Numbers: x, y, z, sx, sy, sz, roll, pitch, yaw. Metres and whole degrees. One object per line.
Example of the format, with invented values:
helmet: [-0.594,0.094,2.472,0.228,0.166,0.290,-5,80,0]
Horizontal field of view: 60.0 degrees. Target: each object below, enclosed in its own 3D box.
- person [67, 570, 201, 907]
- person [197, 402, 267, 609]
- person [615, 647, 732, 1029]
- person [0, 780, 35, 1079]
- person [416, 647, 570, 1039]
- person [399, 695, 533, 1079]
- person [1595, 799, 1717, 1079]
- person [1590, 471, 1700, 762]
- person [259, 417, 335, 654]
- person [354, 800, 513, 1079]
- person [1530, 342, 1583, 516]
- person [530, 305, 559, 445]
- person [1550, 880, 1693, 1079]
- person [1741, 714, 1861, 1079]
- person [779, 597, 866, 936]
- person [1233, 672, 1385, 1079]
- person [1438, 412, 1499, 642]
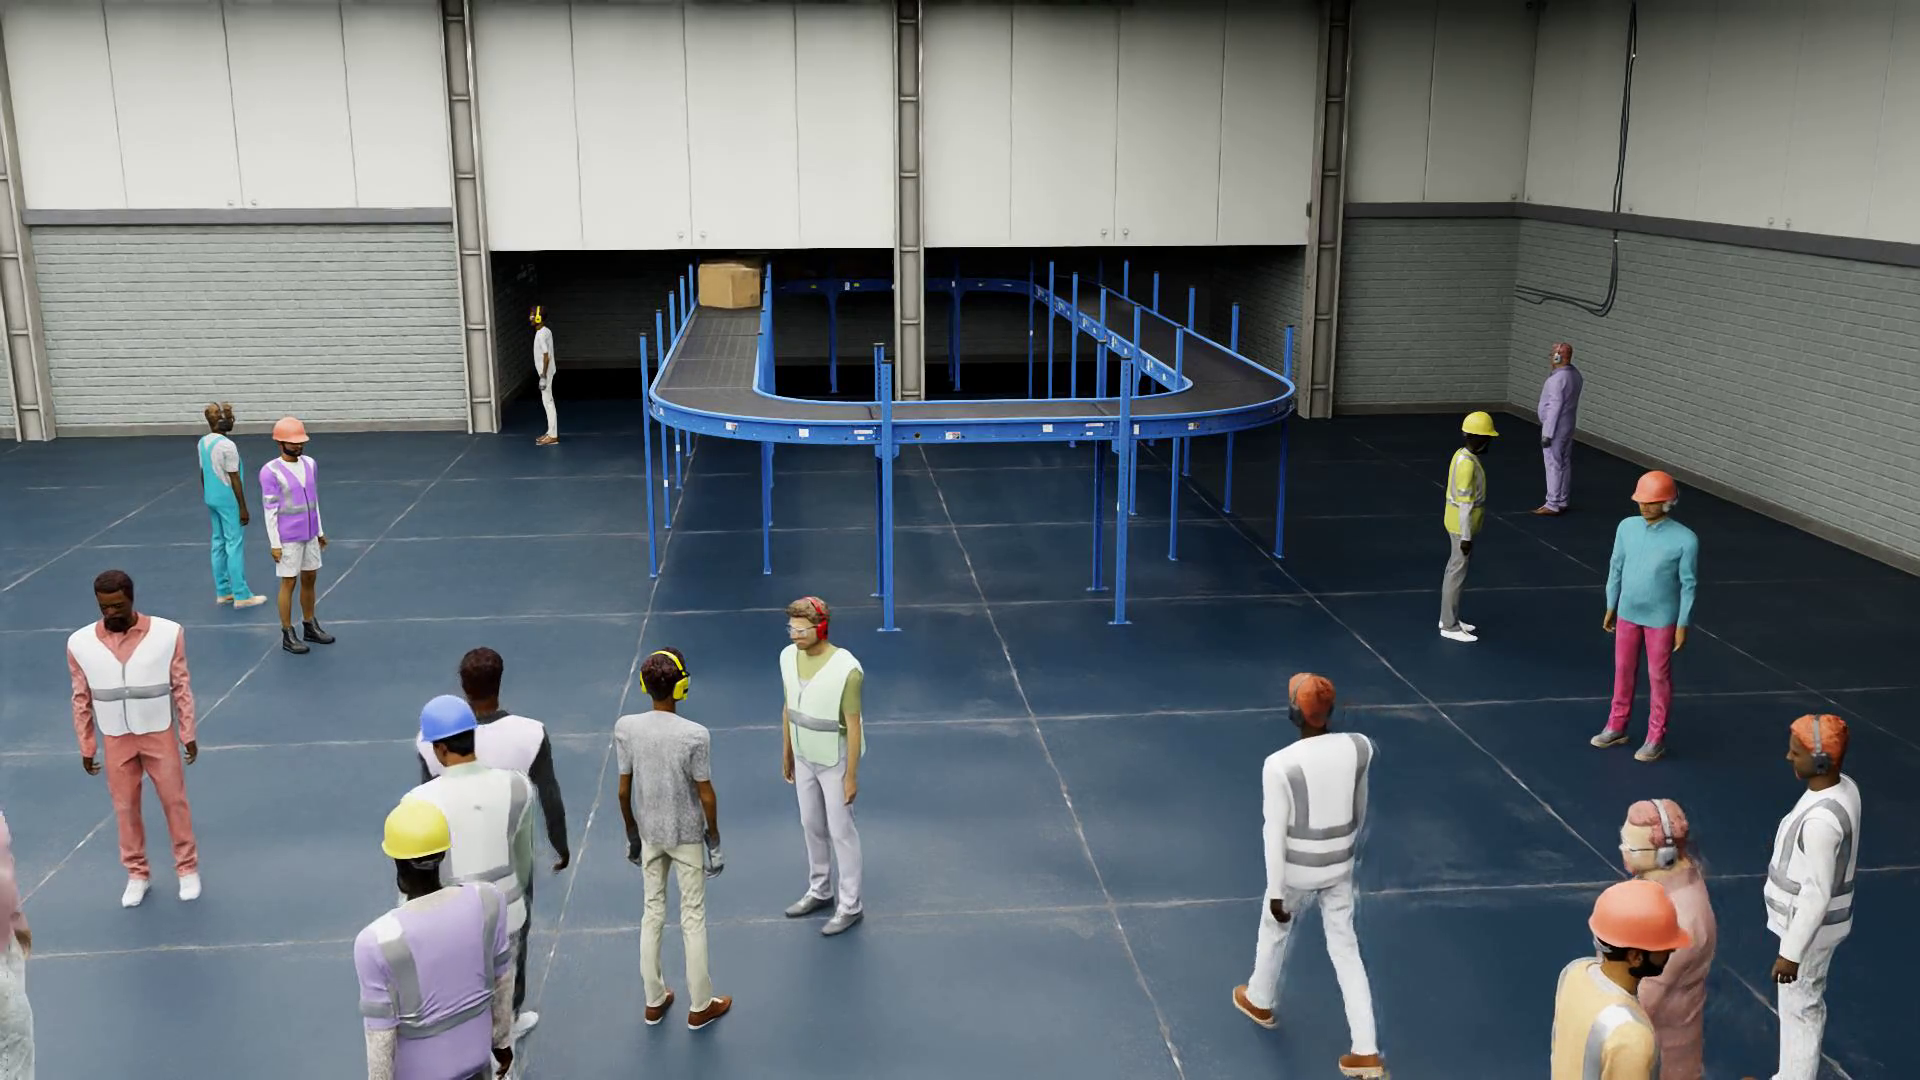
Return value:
person: [-4.522,1.070,9.154,0.600,1.907,0.387,-4,15,-17]
person: [-6.515,-0.309,14.785,0.505,1.847,0.347,10,17,34]
person: [-1.354,1.408,7.866,0.510,1.872,0.328,4,15,15]
person: [-4.039,1.688,6.673,0.811,1.915,0.662,-4,15,-15]
person: [-2.164,1.411,7.790,0.622,1.905,0.535,-1,14,-5]
person: [-2.088,1.598,7.039,0.624,1.900,0.606,-11,18,-38]
person: [2.607,1.837,6.204,0.947,1.863,0.643,4,14,14]
person: [4.629,0.505,11.232,0.400,1.989,0.623,-10,17,-35]
person: [-5.384,-0.048,13.555,0.369,1.935,0.552,6,15,23]
person: [-1.879,1.850,5.981,0.384,1.925,0.593,12,18,39]
person: [6.556,-1.220,18.310,0.402,1.906,0.652,12,18,40]
person: [-5.604,-2.218,22.371,0.330,1.874,0.518,-2,14,-10]
person: [2.086,1.995,5.380,0.377,1.938,0.547,0,14,0]
person: [3.539,1.620,6.986,0.356,1.887,0.573,9,16,31]
person: [-0.724,1.178,8.873,0.566,1.833,0.395,12,19,40]
person: [1.634,1.500,7.579,0.586,1.843,0.979,-5,15,-18]
person: [4.237,-0.123,13.876,0.383,1.924,0.594,4,14,14]
